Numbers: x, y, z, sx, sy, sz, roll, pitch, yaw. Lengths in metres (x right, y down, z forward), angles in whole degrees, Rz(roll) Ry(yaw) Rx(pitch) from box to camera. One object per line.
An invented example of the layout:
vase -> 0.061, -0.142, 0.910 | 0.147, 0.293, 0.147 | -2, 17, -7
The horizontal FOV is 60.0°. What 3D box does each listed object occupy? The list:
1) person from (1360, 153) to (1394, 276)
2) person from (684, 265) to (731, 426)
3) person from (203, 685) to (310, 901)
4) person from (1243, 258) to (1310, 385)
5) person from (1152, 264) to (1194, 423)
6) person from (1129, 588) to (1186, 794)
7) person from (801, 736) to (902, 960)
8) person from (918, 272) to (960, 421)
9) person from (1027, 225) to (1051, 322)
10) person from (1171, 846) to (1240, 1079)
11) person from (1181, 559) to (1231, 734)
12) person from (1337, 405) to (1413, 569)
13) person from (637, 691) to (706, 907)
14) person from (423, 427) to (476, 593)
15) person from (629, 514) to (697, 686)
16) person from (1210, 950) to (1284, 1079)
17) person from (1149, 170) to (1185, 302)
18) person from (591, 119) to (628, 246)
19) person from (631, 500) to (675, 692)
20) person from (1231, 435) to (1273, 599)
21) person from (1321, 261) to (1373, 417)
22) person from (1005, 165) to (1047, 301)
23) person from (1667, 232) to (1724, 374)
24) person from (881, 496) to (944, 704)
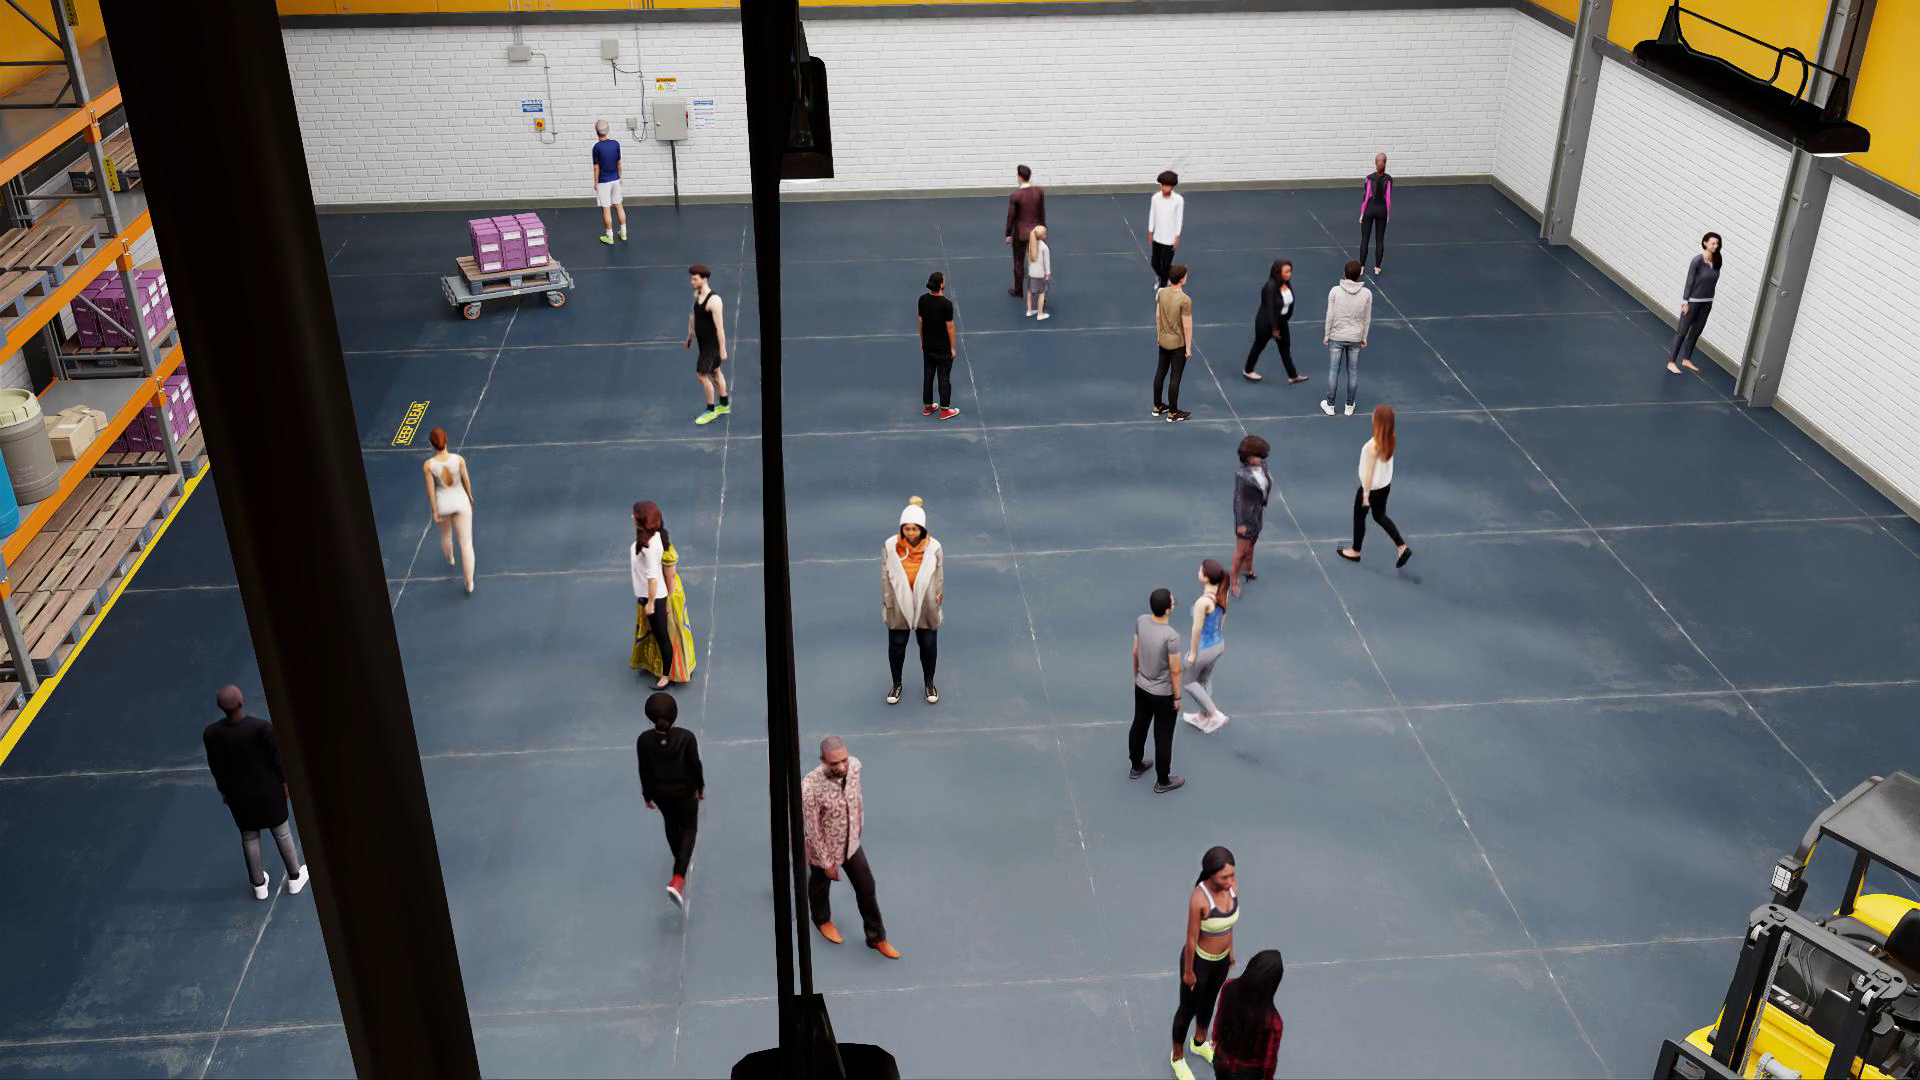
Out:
person -> 5.875, -4.623, 23.553 | 0.589, 1.752, 0.606 | 2, 29, 4
person -> -2.809, -2.293, 19.156 | 0.916, 1.874, 0.842 | -15, 32, -26
person -> -5.012, 1.783, 11.802 | 0.664, 1.761, 0.582 | -5, 29, -10
person -> 3.689, -2.626, 20.085 | 1.120, 1.569, 1.071 | 22, 35, 34
person -> 2.446, -2.287, 19.169 | 0.813, 1.851, 0.703 | -21, 35, -33
person -> 1.529, 1.150, 12.968 | 0.776, 1.754, 0.681 | -22, 35, -34
person -> -0.913, 2.023, 11.344 | 1.004, 1.777, 1.119 | -23, 36, -35
person -> -0.262, -2.250, 19.197 | 0.725, 1.759, 0.761 | 17, 33, 28
person -> 1.036, -3.566, 22.117 | 0.597, 1.274, 0.664 | 25, 37, 38
person -> 1.522, 2.599, 10.313 | 0.637, 1.753, 0.653 | -19, 34, -31
person -> 2.059, 0.910, 13.572 | 0.834, 1.599, 0.772 | 23, 36, 35
person -> 4.079, -0.486, 16.018 | 0.934, 1.705, 1.056 | -24, 37, -37
person -> -2.037, 1.838, 11.815 | 0.693, 1.651, 1.038 | 1, 29, 2
person -> -4.777, -0.255, 15.711 | 0.731, 1.595, 1.107 | -9, 30, -17
person -> -2.590, 0.462, 14.330 | 1.059, 1.658, 0.962 | -22, 36, -35
person -> 1.560, 3.068, 9.577 | 0.917, 1.635, 0.881 | -25, 38, -38
person -> 2.829, -4.176, 22.689 | 0.797, 1.796, 0.882 | 11, 31, 20
person -> -5.252, -5.355, 24.808 | 0.716, 1.837, 0.748 | -24, 37, -37
person -> -2.594, 0.459, 14.194 | 0.681, 1.795, 0.479 | -5, 29, -9
person -> 2.726, -0.259, 15.621 | 0.860, 1.688, 0.791 | 15, 32, 25
person -> 4.468, -2.342, 19.268 | 0.688, 1.853, 0.598 | 1, 29, 2
person -> 0.925, -4.160, 22.592 | 0.821, 1.861, 0.793 | -11, 31, -20
person -> 9.056, -2.930, 20.436 | 0.659, 1.767, 0.605 | -10, 30, -18
person -> -0.395, 0.505, 14.010 | 0.684, 1.890, 0.660 | -1, 29, -1
